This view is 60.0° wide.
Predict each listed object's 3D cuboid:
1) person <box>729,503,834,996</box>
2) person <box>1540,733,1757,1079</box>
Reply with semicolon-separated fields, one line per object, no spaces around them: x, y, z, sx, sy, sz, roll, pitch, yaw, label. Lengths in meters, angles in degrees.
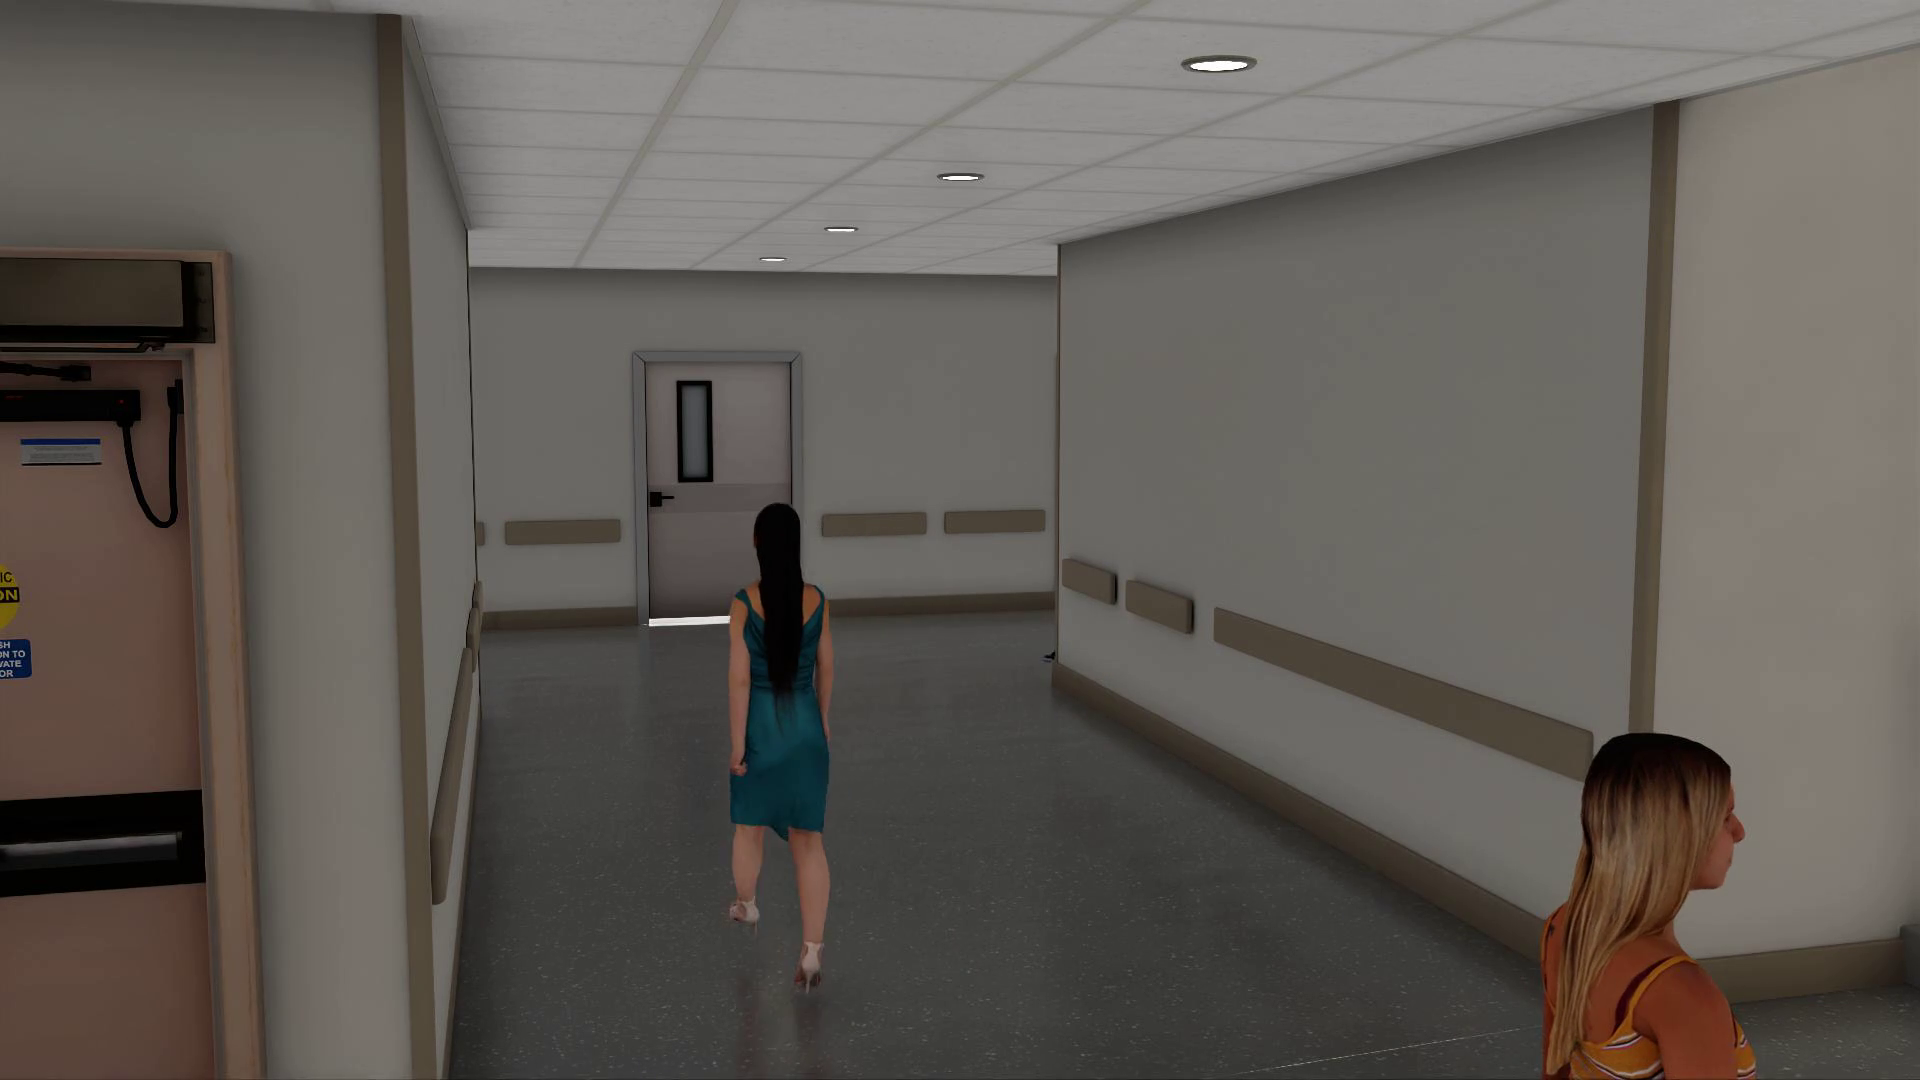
-0.586;0.742;5.707;1.009;1.637;0.722;-2;6;-23;person
0.953;1.081;2.392;0.525;1.627;0.594;-1;6;-9;person
